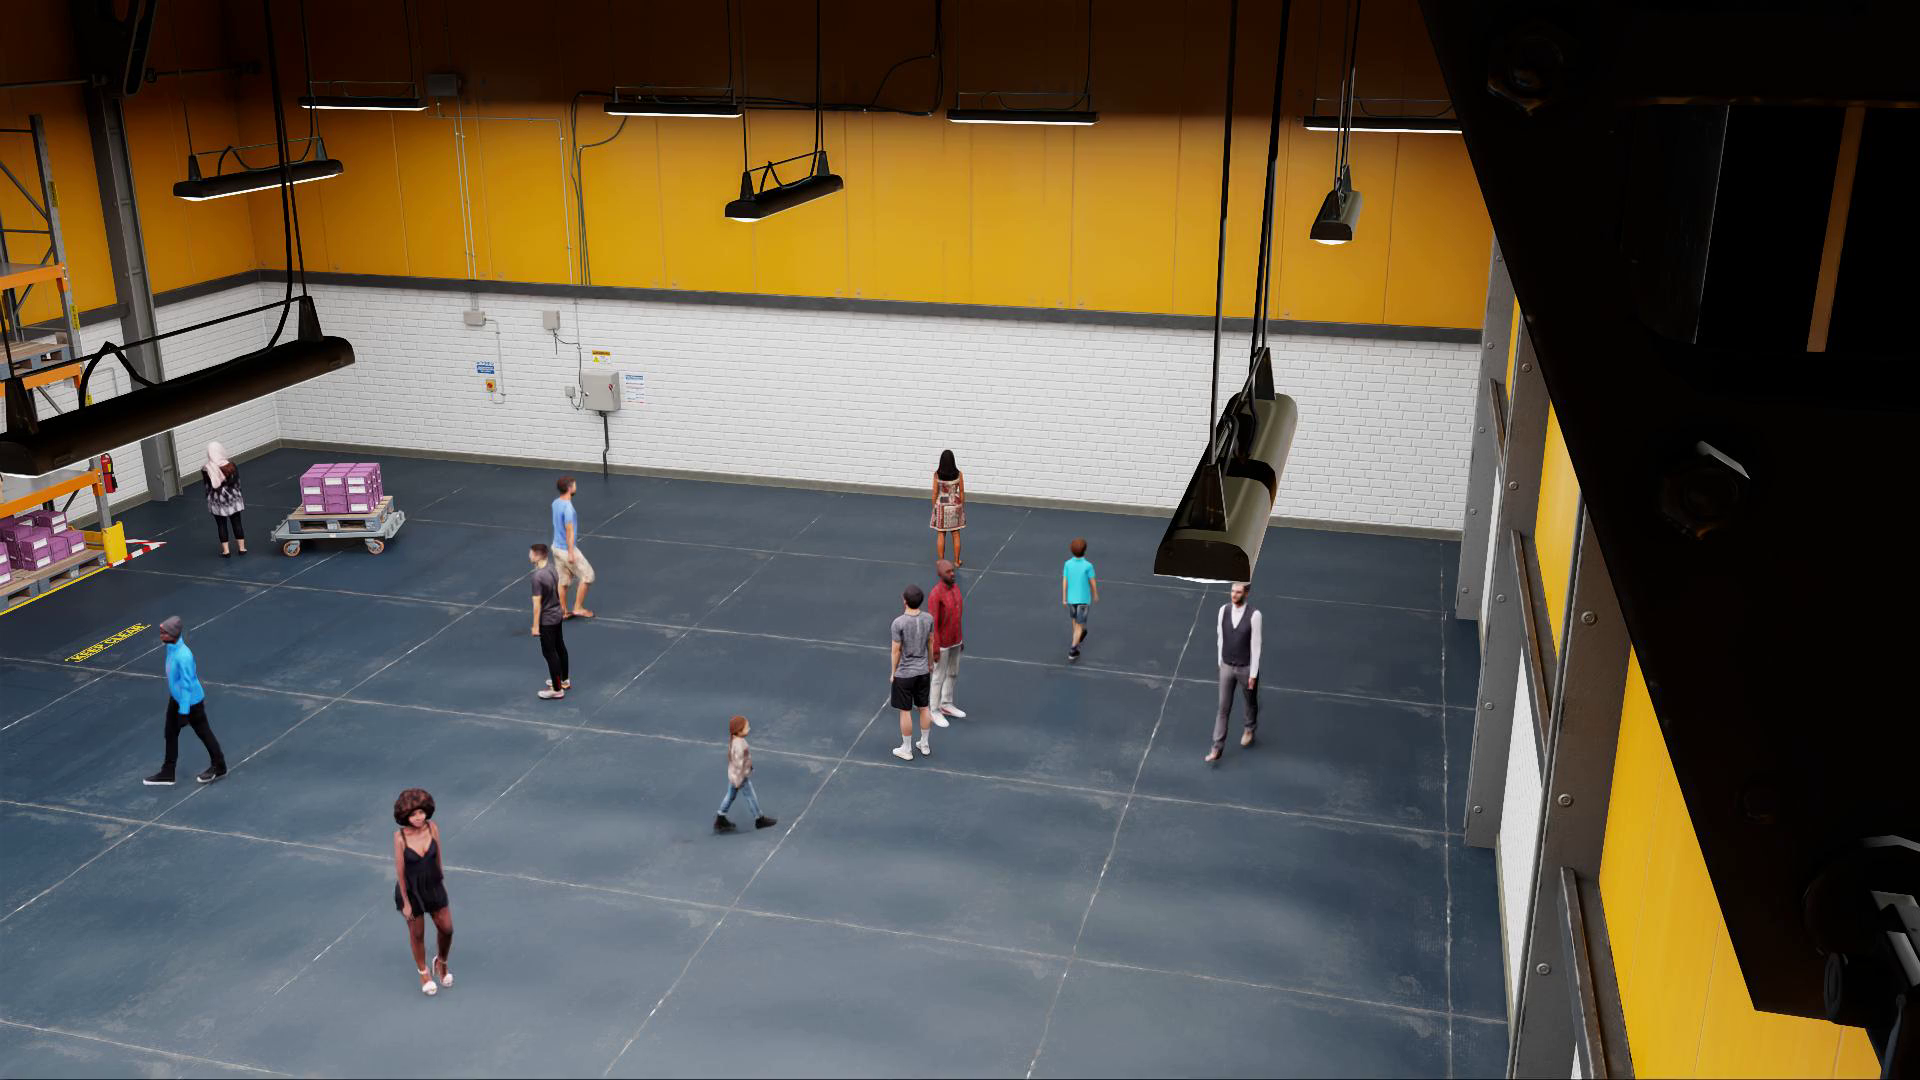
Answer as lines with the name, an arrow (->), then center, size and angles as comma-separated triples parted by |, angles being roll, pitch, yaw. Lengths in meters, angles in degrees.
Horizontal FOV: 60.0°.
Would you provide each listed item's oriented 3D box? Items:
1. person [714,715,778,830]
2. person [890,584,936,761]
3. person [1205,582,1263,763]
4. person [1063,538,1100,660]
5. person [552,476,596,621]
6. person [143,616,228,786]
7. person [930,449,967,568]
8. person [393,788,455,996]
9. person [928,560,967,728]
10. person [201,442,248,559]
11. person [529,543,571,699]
person -> -2.114, 2.188, 15.530 | 0.799, 1.172, 0.809 | -6, 20, -18
person -> -0.479, 1.337, 16.959 | 0.726, 1.872, 0.791 | -11, 21, -29
person -> 2.917, 1.289, 17.073 | 0.937, 1.891, 1.312 | 12, 22, 31
person -> 1.376, 0.710, 19.542 | 0.677, 1.412, 1.003 | 10, 21, 27
person -> -4.947, 0.134, 20.569 | 0.870, 1.848, 0.814 | -14, 23, -35
person -> -7.529, 1.574, 16.419 | 0.931, 1.766, 1.087 | 17, 25, 42
person -> -0.167, -0.437, 22.582 | 0.715, 1.645, 0.658 | -2, 19, -5
person -> -4.241, 2.730, 12.974 | 0.686, 1.776, 0.749 | -14, 23, -36
person -> -0.156, 1.069, 17.838 | 0.803, 1.819, 0.643 | 14, 23, 35
person -> -10.158, -0.562, 22.969 | 0.747, 1.636, 0.799 | -9, 21, -25
person -> -4.567, 0.880, 18.493 | 0.724, 1.759, 0.535 | 2, 19, 5
